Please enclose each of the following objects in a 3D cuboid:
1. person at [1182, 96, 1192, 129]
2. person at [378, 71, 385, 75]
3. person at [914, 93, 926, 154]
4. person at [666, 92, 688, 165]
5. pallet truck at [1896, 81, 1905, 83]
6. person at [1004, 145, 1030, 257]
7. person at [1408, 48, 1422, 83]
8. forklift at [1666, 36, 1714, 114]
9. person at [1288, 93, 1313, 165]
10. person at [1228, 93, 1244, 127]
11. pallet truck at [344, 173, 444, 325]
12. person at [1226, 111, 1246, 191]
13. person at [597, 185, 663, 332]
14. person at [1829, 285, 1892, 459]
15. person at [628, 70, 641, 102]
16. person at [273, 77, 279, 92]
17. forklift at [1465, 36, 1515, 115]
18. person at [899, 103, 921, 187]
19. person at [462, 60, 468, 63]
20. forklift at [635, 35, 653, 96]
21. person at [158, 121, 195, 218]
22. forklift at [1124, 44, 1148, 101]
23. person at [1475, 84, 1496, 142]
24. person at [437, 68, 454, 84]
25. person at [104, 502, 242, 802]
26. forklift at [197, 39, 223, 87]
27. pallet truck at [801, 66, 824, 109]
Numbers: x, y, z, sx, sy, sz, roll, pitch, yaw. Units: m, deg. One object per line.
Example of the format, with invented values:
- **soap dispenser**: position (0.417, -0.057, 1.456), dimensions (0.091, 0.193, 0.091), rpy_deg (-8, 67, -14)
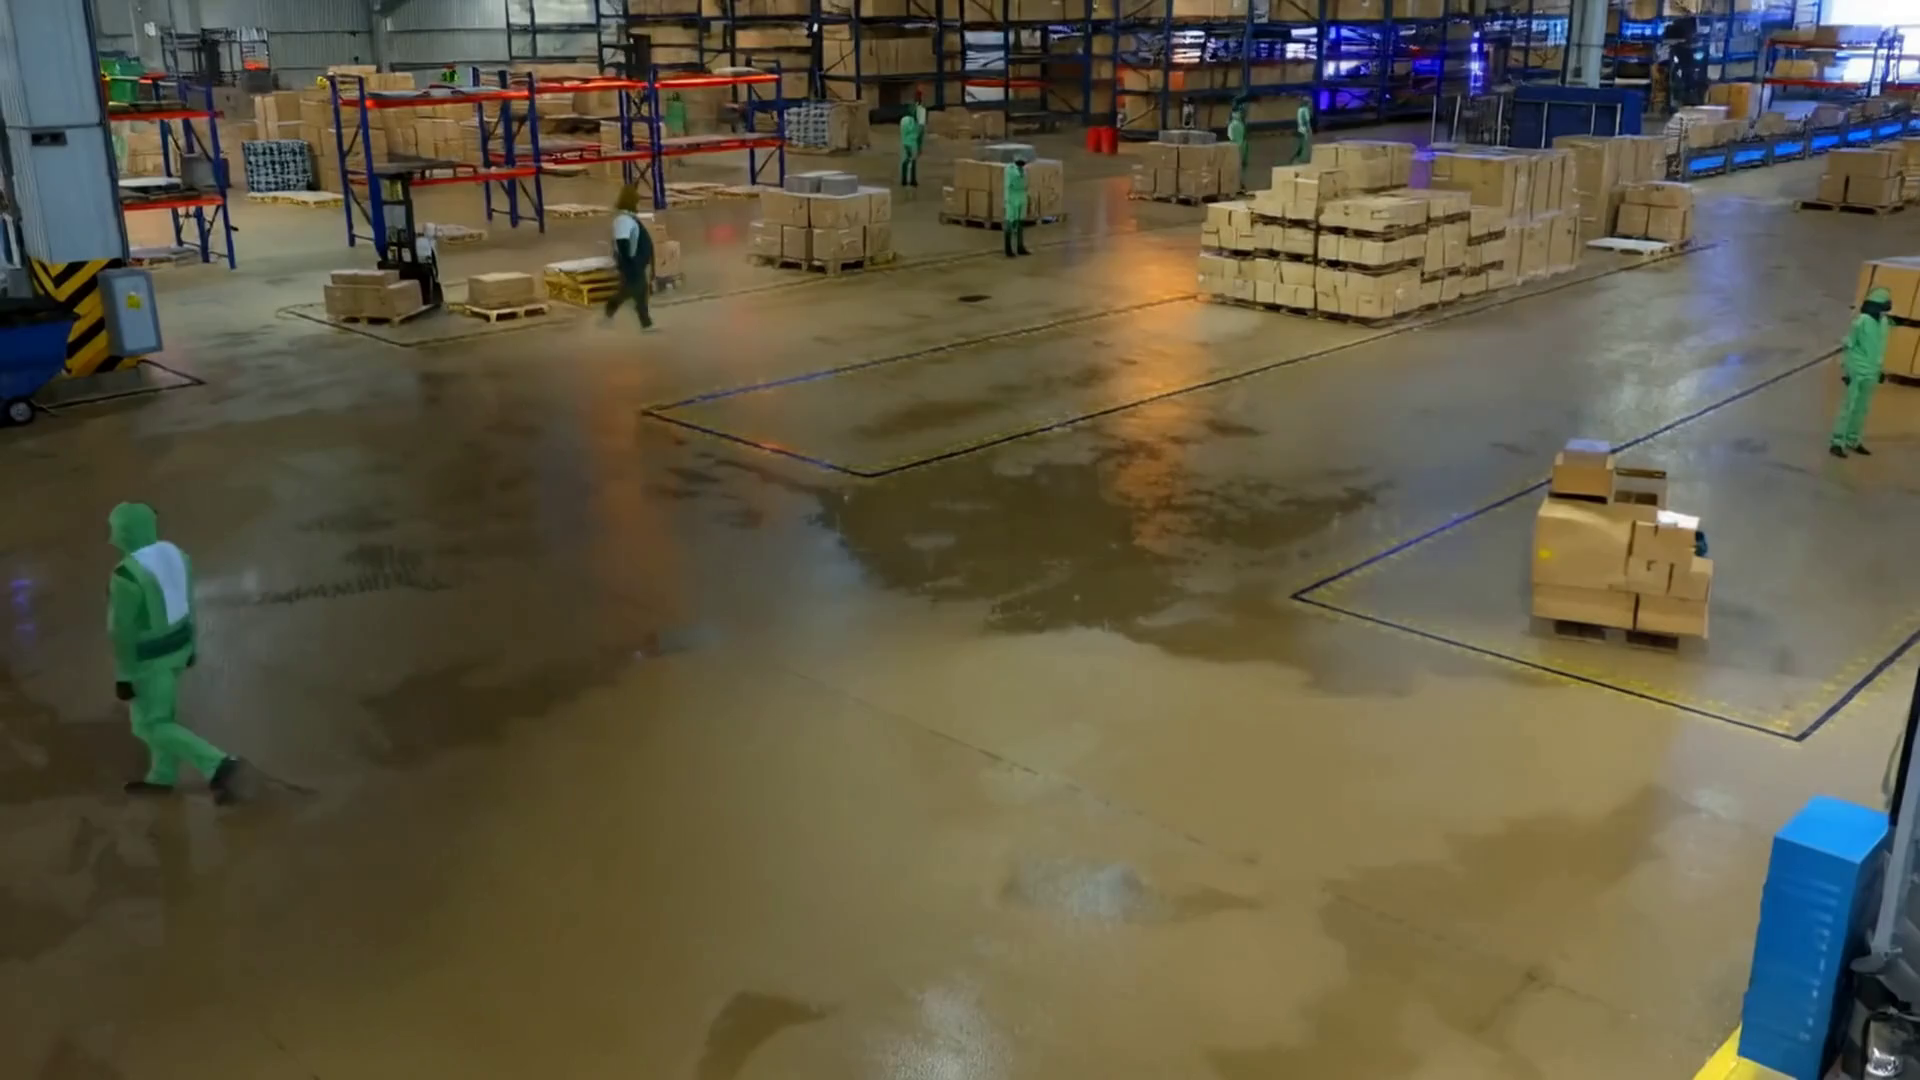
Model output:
- **person**: position (6.420, -11.732, 47.064), dimensions (0.314, 1.641, 0.515), rpy_deg (8, 20, 22)
- **person**: position (-19.631, -15.035, 56.703), dimensions (0.429, 1.842, 0.635), rpy_deg (7, 20, 20)
- **person**: position (-1.158, -11.847, 47.340), dimensions (0.322, 1.691, 0.532), rpy_deg (7, 20, 20)
- **person**: position (-7.648, -11.021, 44.520), dimensions (0.661, 1.893, 0.976), rpy_deg (-6, 19, -17)
- **pallet truck**: position (34.802, -16.331, 61.455), dimensions (0.653, 1.274, 1.630), rpy_deg (17, 25, 41)
- **person**: position (1.030, -5.946, 29.194), dimensions (0.542, 1.928, 0.400), rpy_deg (-14, 23, -36)
- **person**: position (21.602, -22.401, 78.919), dimensions (0.629, 1.836, 0.429), rpy_deg (2, 18, 5)
- **forklift**: position (27.341, -17.291, 61.877), dimensions (1.129, 2.768, 1.873), rpy_deg (17, 25, 41)
- **person**: position (8.993, -10.762, 43.700), dimensions (0.630, 1.926, 0.558), rpy_deg (-4, 19, -12)
- **person**: position (8.134, -12.306, 48.830), dimensions (0.519, 1.624, 0.527), rpy_deg (14, 23, 37)
- **pallet truck**: position (-8.209, -4.181, 23.757), dimensions (0.823, 1.965, 1.885), rpy_deg (3, 19, 9)
- **person**: position (6.347, -8.997, 38.555), dimensions (0.540, 1.826, 0.962), rpy_deg (-15, 24, -38)
- **person**: position (-4.557, -3.841, 22.665), dimensions (0.819, 2.000, 0.690), rpy_deg (-3, 19, -8)
- **person**: position (9.043, -1.681, 16.623), dimensions (0.484, 1.745, 0.296), rpy_deg (-6, 19, -18)
- **person**: position (-11.060, -14.862, 56.085), dimensions (0.595, 1.912, 0.387), rpy_deg (-9, 21, -26)
- **person**: position (-20.971, -13.184, 50.975), dimensions (0.376, 1.940, 0.629), rpy_deg (-17, 25, -42)
- **forklift**: position (19.973, -17.201, 61.605), dimensions (1.873, 2.768, 1.129), rpy_deg (16, 24, 40)
- **person**: position (-1.172, -9.371, 39.466), dimensions (0.606, 1.957, 0.384), rpy_deg (14, 23, 36)
- **person**: position (-18.391, -17.017, 62.468), dimensions (0.620, 1.974, 0.632), rpy_deg (-8, 20, -22)
- **forklift**: position (-11.964, -17.715, 63.154), dimensions (1.873, 2.768, 1.129), rpy_deg (-10, 21, -28)
- **person**: position (-16.150, -7.610, 34.182), dimensions (0.631, 1.940, 0.372), rpy_deg (12, 22, 32)
- **forklift**: position (6.238, -14.581, 53.712), dimensions (1.129, 2.768, 1.873), rpy_deg (17, 25, 41)
- **person**: position (16.042, -13.011, 50.776), dimensions (0.535, 1.728, 0.836), rpy_deg (2, 18, 7)
- **person**: position (-17.590, -15.184, 57.002), dimensions (0.550, 1.935, 0.375), rpy_deg (-8, 20, -22)
- **person**: position (-4.514, 0.664, 9.431), dimensions (0.703, 1.826, 0.635), rpy_deg (0, 18, 0)
- **forklift**: position (-26.193, -16.094, 58.270), dimensions (1.129, 2.768, 1.873), rpy_deg (17, 25, 41)
- **pallet truck**: position (-4.812, -15.182, 56.903), dimensions (0.823, 1.965, 1.885), rpy_deg (-9, 21, -26)
